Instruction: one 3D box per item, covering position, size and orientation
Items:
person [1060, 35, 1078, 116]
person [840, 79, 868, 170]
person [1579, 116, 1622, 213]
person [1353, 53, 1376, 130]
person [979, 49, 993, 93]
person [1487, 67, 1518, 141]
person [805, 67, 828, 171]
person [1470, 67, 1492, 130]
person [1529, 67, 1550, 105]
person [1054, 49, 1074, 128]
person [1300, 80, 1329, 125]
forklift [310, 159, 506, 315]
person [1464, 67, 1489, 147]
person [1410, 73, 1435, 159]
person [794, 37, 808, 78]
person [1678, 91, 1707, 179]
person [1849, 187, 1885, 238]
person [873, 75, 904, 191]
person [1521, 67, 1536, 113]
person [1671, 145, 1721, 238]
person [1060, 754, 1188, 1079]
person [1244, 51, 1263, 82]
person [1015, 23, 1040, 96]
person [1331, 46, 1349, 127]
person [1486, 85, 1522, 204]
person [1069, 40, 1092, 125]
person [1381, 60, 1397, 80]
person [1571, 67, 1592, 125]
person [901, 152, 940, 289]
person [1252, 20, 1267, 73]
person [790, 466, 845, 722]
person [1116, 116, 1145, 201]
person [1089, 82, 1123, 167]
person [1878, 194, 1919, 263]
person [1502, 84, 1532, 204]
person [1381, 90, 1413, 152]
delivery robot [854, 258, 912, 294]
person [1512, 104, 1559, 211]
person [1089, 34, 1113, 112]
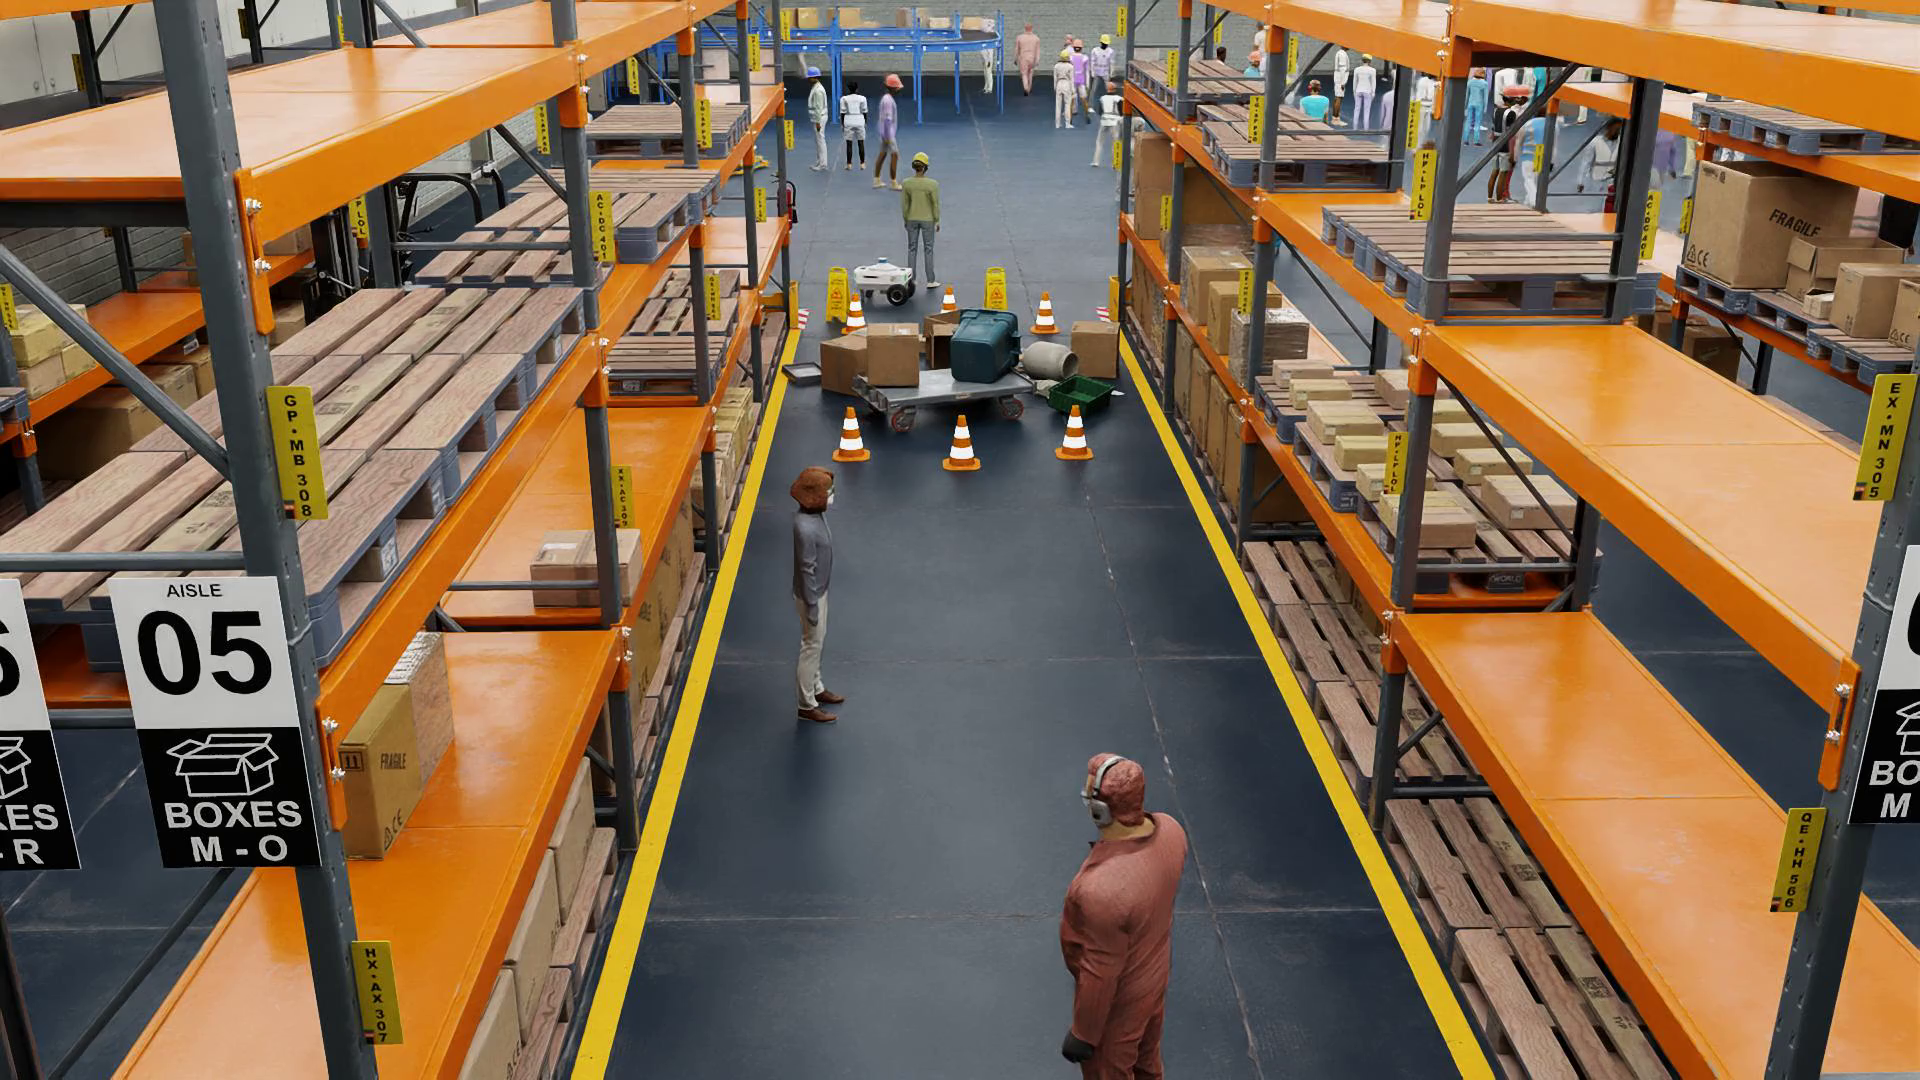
[{"bbox_3d":[2.629,-11.240,40.287,0.393,1.885,0.715,12,24,28],"label":"person"},{"bbox_3d":[-2.023,-7.929,31.787,0.533,1.699,0.318,-3,21,-9],"label":"person"},{"bbox_3d":[9.473,-5.309,24.602,0.609,1.890,0.500,-8,22,-20],"label":"person"},{"bbox_3d":[9.008,-9.954,37.055,0.522,1.764,0.318,14,25,32],"label":"person"},{"bbox_3d":[0.720,-13.095,45.364,0.341,1.752,0.563,-6,21,-15],"label":"person"},{"bbox_3d":[11.639,-9.383,35.442,0.608,1.842,0.970,-6,22,-16],"label":"person"},{"bbox_3d":[-2.725,-8.022,31.708,0.413,1.939,0.598,-3,21,-9],"label":"person"},{"bbox_3d":[11.820,-10.263,37.674,0.396,1.908,0.593,-6,22,-16],"label":"person"},{"bbox_3d":[13.755,-10.932,39.544,0.508,1.836,0.362,8,22,21],"label":"person"},{"bbox_3d":[2.385,-10.313,38.029,0.492,1.740,0.324,10,23,25],"label":"person"},{"bbox_3d":[6.396,-7.396,30.174,0.570,1.843,0.372,-6,21,-15],"label":"person"},{"bbox_3d":[-5.622,-2.910,17.832,2.313,2.155,1.214,-1,21,-1],"label":"forklift"},{"bbox_3d":[10.879,-9.139,35.075,0.507,1.632,0.268,17,27,38],"label":"person"},{"bbox_3d":[9.252,-8.590,33.329,0.398,1.854,0.680,16,26,36],"label":"person"},{"bbox_3d":[-4.721,-14.707,49.319,0.507,1.996,0.627,13,24,30],"label":"person"},{"bbox_3d":[13.640,-7.606,30.735,0.569,1.840,0.374,-5,21,-14],"label":"person"},{"bbox_3d":[11.326,-3.821,20.778,0.640,1.806,0.841,16,26,37],"label":"person"},{"bbox_3d":[-1.280,-7.210,29.484,0.604,2.009,0.659,-1,21,-3],"label":"person"},{"bbox_3d":[12.714,-9.960,37.256,0.313,1.634,0.522,7,22,18],"label":"person"},{"bbox_3d":[10.767,-5.072,24.189,0.494,1.729,0.437,-16,26,-36],"label":"person"},{"bbox_3d":[0.564,1.658,6.168,0.405,1.903,0.636,12,24,29],"label":"person"},{"bbox_3d":[6.047,-9.117,34.516,0.379,1.994,0.611,10,23,25],"label":"person"},{"bbox_3d":[1.816,-12.951,44.824,0.650,1.874,0.912,-2,21,-6],"label":"person"},{"bbox_3d":[8.808,-10.581,38.330,0.383,2.035,0.605,1,21,3],"label":"person"},{"bbox_3d":[8.957,-6.440,27.373,0.372,2.044,0.608,-5,21,-13],"label":"person"},{"bbox_3d":[2.776,-10.602,38.592,0.699,1.900,0.514,-2,21,-6],"label":"person"},{"bbox_3d":[12.626,-14.439,48.688,0.590,1.920,0.399,1,21,2],"label":"person"},{"bbox_3d":[14.489,-10.480,38.635,0.288,1.623,0.507,14,25,33],"label":"person"},{"bbox_3d":[-0.505,-4.177,21.786,0.522,1.763,0.320,6,22,16],"label":"person"},{"bbox_3d":[8.180,-13.047,44.840,0.712,2.000,0.875,-19,28,-41],"label":"person"},{"bbox_3d":[-0.877,0.323,10.082,0.285,1.624,0.509,0,21,1],"label":"person"},{"bbox_3d":[2.899,-6.664,28.402,0.491,1.733,0.317,2,21,6],"label":"person"},{"bbox_3d":[2.873,-7.987,32.061,0.762,1.620,0.361,11,23,26],"label":"person"},{"bbox_3d":[11.116,-3.514,19.719,0.610,1.986,0.393,-11,23,-27],"label":"person"},{"bbox_3d":[9.331,-6.658,28.037,0.413,1.984,0.623,9,23,23],"label":"person"},{"bbox_3d":[7.923,-7.528,30.480,0.647,1.894,0.897,19,28,41],"label":"person"},{"bbox_3d":[-0.982,-3.336,21.108,0.707,0.478,0.477,3,21,9],"label":"delivery robot"},{"bbox_3d":[9.368,-6.170,27.023,0.634,1.804,0.914,-1,21,-2],"label":"person"},{"bbox_3d":[3.543,-11.495,40.965,0.721,1.889,0.515,-6,22,-15],"label":"person"}]
